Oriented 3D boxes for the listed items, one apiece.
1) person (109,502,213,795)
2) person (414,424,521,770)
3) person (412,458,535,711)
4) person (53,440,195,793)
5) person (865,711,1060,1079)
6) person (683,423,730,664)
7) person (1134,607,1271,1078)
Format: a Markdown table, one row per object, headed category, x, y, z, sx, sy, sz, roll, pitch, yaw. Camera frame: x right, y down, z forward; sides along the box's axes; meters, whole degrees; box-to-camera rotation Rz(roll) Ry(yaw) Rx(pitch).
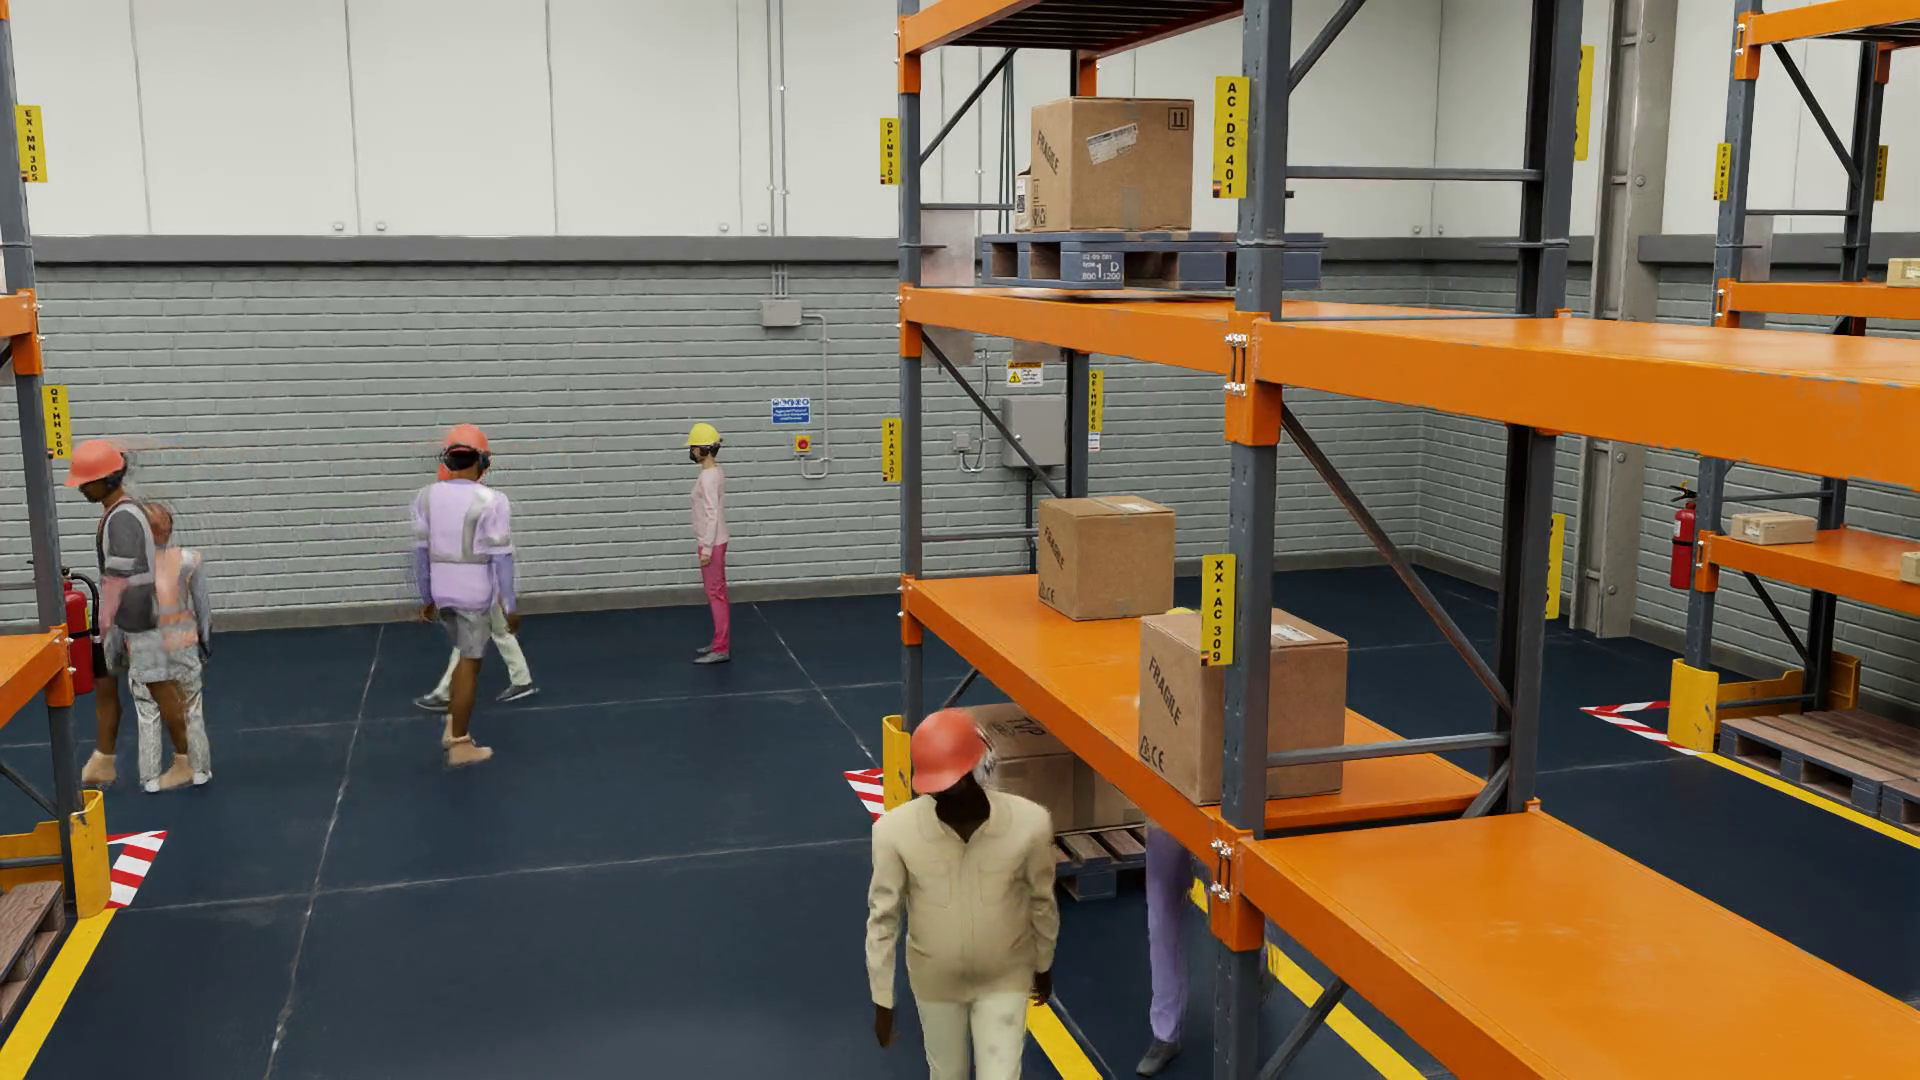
| category | x | y | z | sx | sy | sz | roll | pitch | yaw |
| --- | --- | --- | --- | --- | --- | --- | --- | --- | --- |
| person | -4.446 | 0.603 | 9.280 | 0.522 | 1.640 | 0.306 | -6 | 11 | -30 |
| person | -2.881 | 0.335 | 9.752 | 0.655 | 2.003 | 0.544 | 5 | 11 | 28 |
| person | -3.221 | 0.282 | 10.962 | 0.882 | 1.683 | 0.571 | -7 | 12 | -36 |
| person | -4.667 | 0.451 | 9.131 | 0.860 | 1.993 | 0.609 | -6 | 12 | -33 |
| person | 0.014 | 1.314 | 5.019 | 0.581 | 1.706 | 0.698 | 0 | 10 | 1 |
| person | -1.852 | 0.027 | 12.203 | 0.317 | 1.767 | 0.535 | -1 | 10 | -4 |
| person | 0.916 | 1.079 | 6.289 | 0.533 | 1.732 | 0.773 | 6 | 12 | 31 |
